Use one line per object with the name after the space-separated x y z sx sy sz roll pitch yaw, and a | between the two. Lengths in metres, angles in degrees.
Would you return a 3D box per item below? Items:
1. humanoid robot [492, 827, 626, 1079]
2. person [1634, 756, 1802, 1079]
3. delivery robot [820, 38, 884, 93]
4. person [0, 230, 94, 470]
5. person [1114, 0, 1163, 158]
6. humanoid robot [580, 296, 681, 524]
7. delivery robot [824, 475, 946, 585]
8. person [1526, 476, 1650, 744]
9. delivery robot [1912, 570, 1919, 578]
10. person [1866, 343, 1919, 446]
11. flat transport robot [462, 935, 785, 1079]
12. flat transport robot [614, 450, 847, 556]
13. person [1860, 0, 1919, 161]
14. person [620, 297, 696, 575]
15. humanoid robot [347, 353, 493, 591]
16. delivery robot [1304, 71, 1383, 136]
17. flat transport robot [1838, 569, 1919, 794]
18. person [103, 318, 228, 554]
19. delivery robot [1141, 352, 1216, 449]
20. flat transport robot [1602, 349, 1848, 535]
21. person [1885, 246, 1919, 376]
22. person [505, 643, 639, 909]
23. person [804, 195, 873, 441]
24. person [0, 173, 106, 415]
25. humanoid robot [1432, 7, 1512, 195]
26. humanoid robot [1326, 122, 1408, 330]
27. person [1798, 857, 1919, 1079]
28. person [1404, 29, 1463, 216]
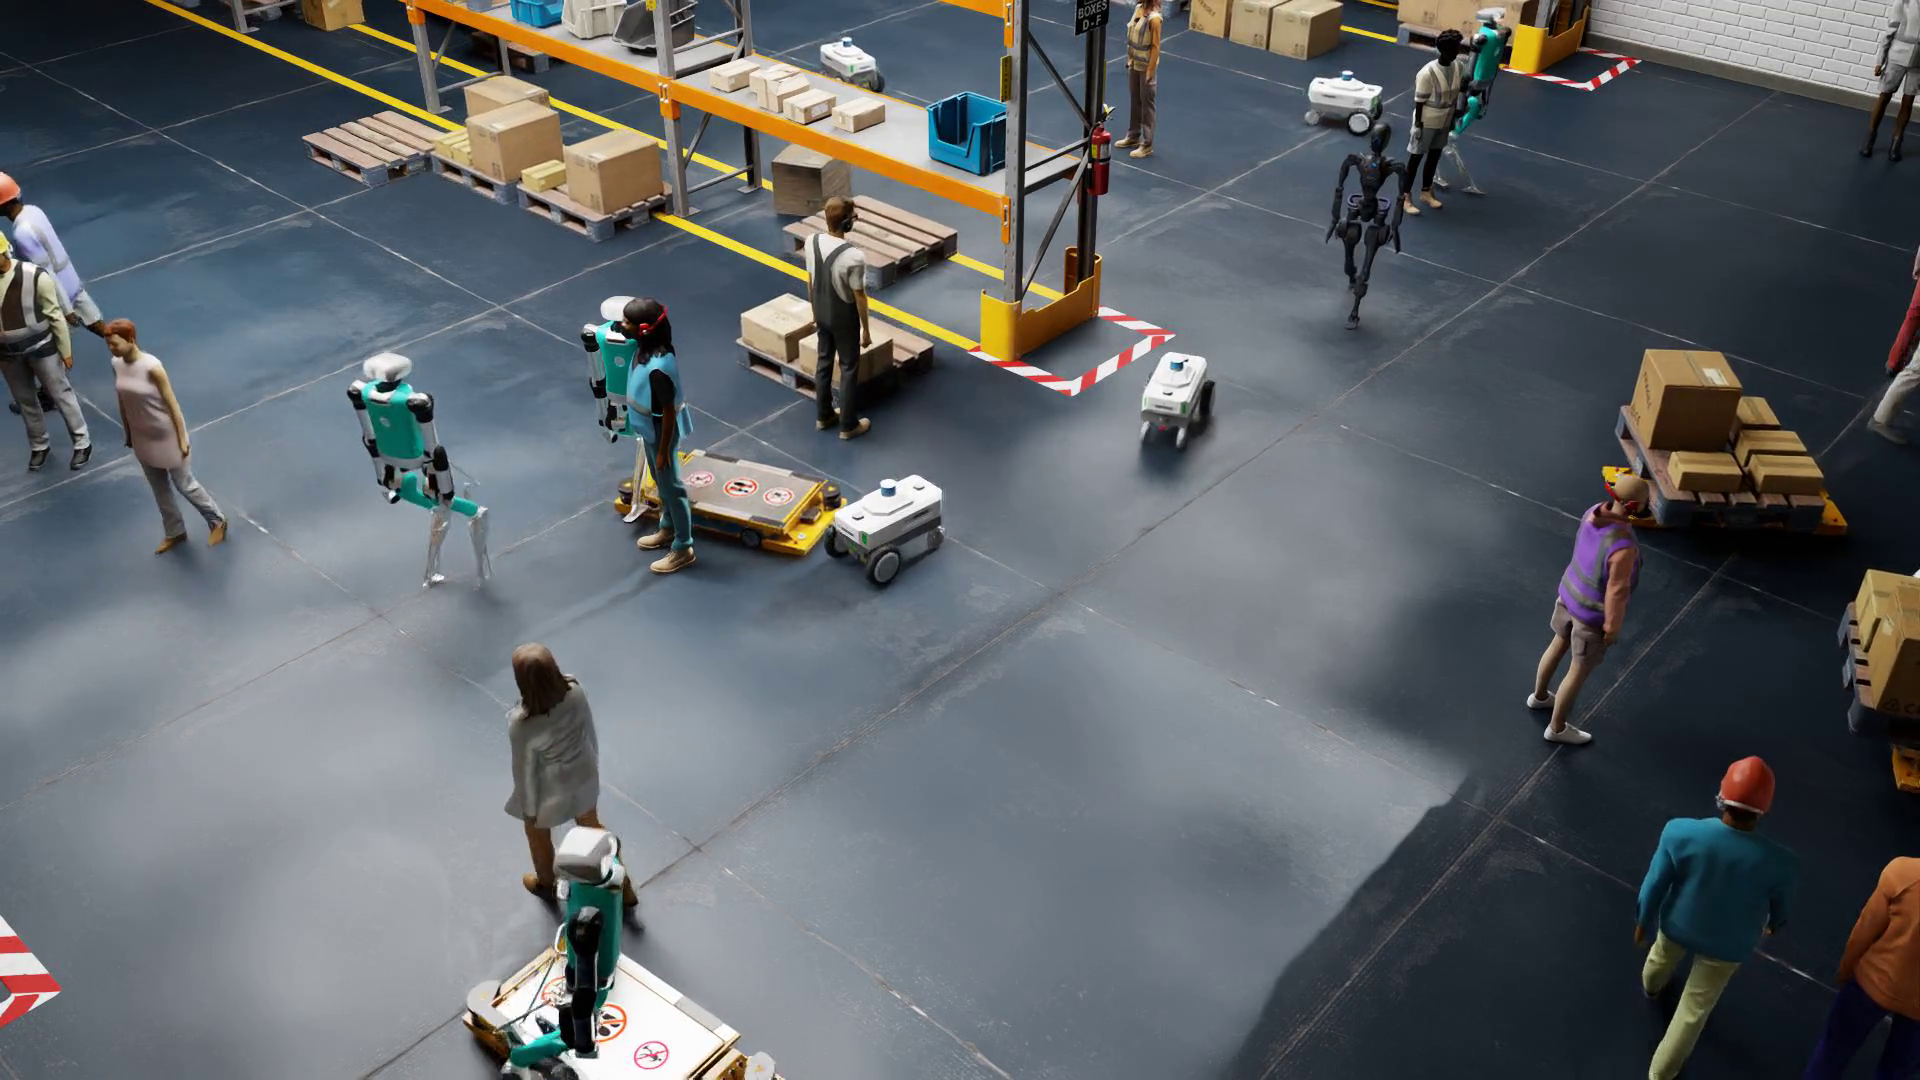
-1.666 1.878 6.798 0.728 1.787 0.535 -1 35 -1 | humanoid robot
3.269 1.602 7.217 0.574 1.710 0.842 21 40 27 | person
-1.198 -5.098 17.960 0.499 0.612 0.815 -21 40 -27 | delivery robot
-6.372 -1.309 11.343 0.598 1.824 0.403 -2 35 -3 | person
1.763 -4.618 16.172 0.305 1.778 0.462 -14 37 -20 | person
-2.014 -0.888 10.687 0.533 1.677 0.735 7 35 9 | humanoid robot
-0.461 -0.125 10.713 0.745 0.565 0.499 -27 43 -34 | delivery robot
3.426 0.368 9.031 0.354 1.685 0.486 -2 35 -3 | person
5.875 0.378 10.024 0.781 0.610 0.524 -27 43 -34 | delivery robot
6.950 -1.408 11.447 0.536 1.864 0.901 -22 40 -28 | person
-1.534 2.285 7.500 1.431 0.231 0.659 24 41 30 | flat transport robot
-1.545 -0.276 11.210 1.431 0.231 0.659 13 37 18 | flat transport robot
9.156 -4.631 16.068 0.547 1.924 0.387 12 37 17 | person
-1.873 -0.656 10.355 0.391 1.866 0.521 -13 37 -19 | person
-3.205 -0.430 10.173 0.535 1.802 0.783 11 36 15 | humanoid robot
3.957 -4.511 17.089 0.784 0.589 0.499 14 37 20 | delivery robot
5.612 0.975 9.397 0.659 0.231 1.431 12 36 16 | flat transport robot
-5.084 -0.653 10.532 0.477 1.655 0.365 10 36 15 | person
1.566 -1.068 12.111 0.499 0.601 0.775 11 36 16 | delivery robot
5.167 -0.313 11.263 1.431 0.231 0.659 3 35 4 | flat transport robot
7.386 -1.998 12.397 0.520 1.759 0.346 26 42 32 | person
-1.899 1.152 7.927 0.677 1.637 0.509 26 42 33 | person
-0.839 -1.547 11.678 0.519 1.834 0.365 21 40 27 | person
-6.551 -1.811 12.041 1.040 1.867 0.616 -9 36 -13 | person
4.598 -4.076 15.434 0.561 1.793 0.788 -28 44 -35 | humanoid robot
3.271 -2.570 13.340 0.603 1.635 0.772 12 36 17 | humanoid robot
3.833 1.794 6.719 0.517 1.973 0.401 20 39 26 | person
4.281 -3.781 15.035 0.533 1.692 0.320 -20 39 -26 | person
